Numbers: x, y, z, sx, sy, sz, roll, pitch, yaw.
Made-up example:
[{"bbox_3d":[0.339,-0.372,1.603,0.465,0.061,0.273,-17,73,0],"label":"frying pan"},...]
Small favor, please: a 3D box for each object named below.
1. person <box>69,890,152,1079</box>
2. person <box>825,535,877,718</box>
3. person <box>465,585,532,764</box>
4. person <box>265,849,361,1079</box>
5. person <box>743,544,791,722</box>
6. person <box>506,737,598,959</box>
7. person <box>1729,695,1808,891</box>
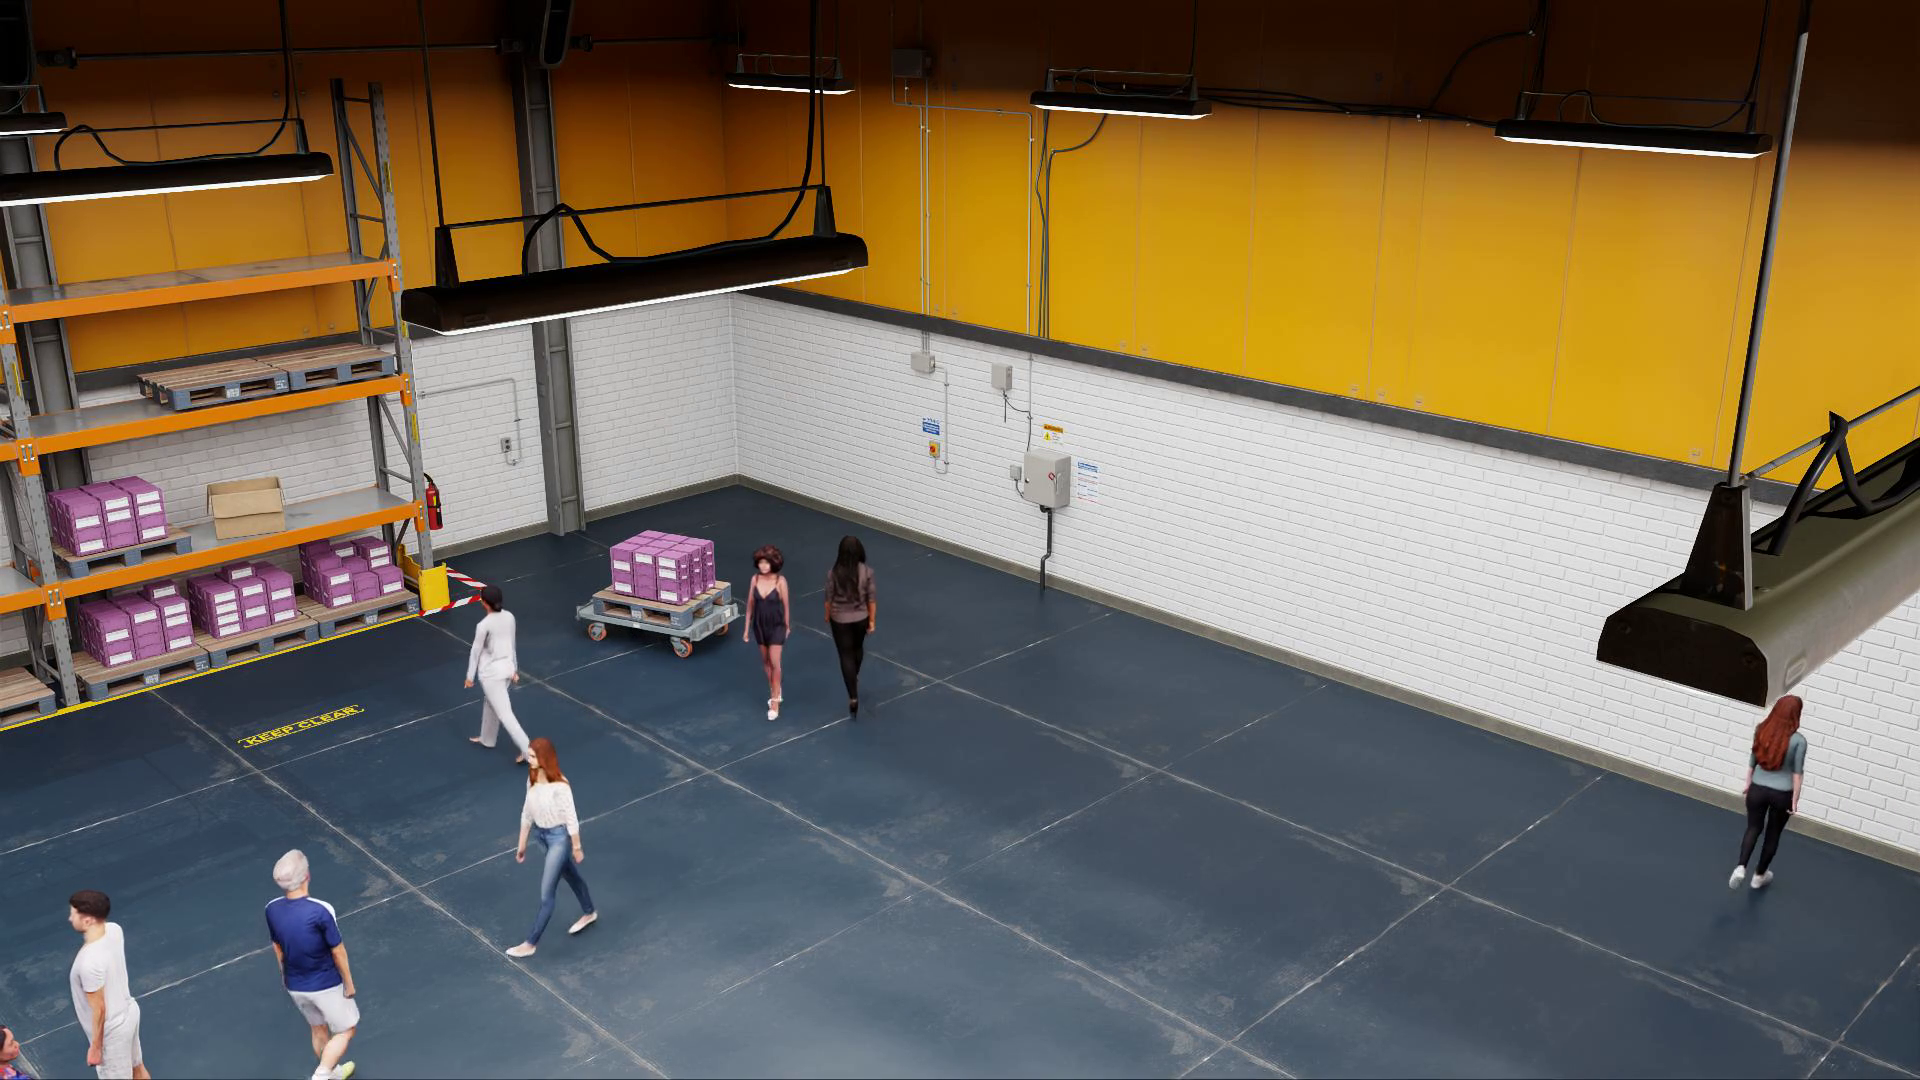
[{"bbox_3d":[-5.236,2.981,10.275,0.778,1.853,0.767,-4,19,-11],"label":"person"},{"bbox_3d":[-1.079,0.891,16.578,1.184,1.791,1.078,-5,19,-14],"label":"person"},{"bbox_3d":[-4.275,1.278,15.558,0.958,1.709,1.146,8,20,23],"label":"person"},{"bbox_3d":[-4.179,2.866,10.677,0.986,1.814,1.099,4,19,13],"label":"person"},{"bbox_3d":[-1.885,0.871,16.671,0.762,1.770,0.883,6,19,16],"label":"person"},{"bbox_3d":[-3.006,2.265,12.658,0.634,1.690,1.127,14,23,36],"label":"person"},{"bbox_3d":[6.408,2.055,13.222,0.914,1.727,0.585,-17,25,-41],"label":"person"}]
